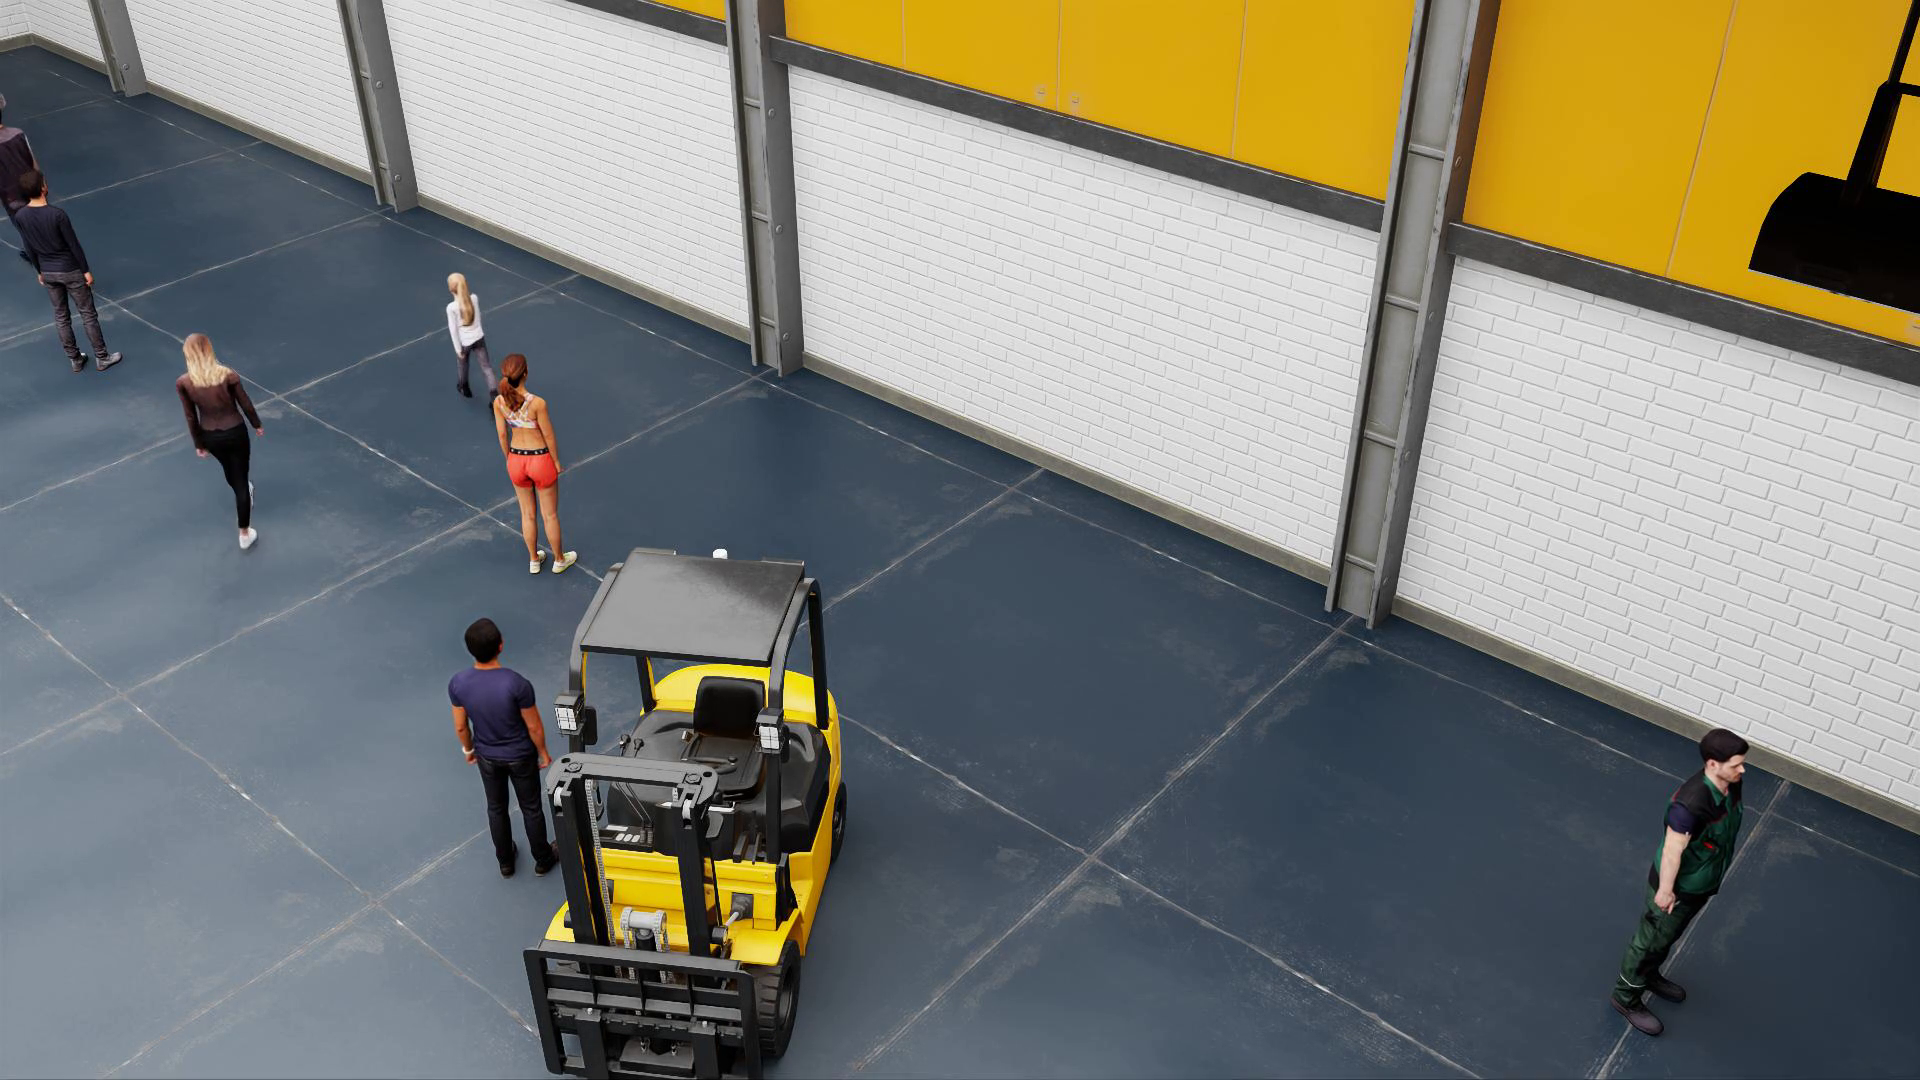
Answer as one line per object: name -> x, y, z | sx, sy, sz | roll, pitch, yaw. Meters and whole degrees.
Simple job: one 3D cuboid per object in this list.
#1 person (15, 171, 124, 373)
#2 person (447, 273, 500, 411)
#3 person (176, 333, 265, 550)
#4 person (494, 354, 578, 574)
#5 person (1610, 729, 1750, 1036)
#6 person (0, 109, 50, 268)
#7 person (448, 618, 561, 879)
person -> -8.019, -2.389, 14.851 | 0.696, 1.871, 0.769 | -1, 34, -1
person -> -4.184, -1.688, 14.355 | 0.601, 1.254, 0.946 | -24, 41, -32
person -> -5.532, -0.711, 12.524 | 1.048, 1.654, 1.165 | -6, 34, -9
person -> -3.130, -0.543, 12.146 | 0.652, 1.791, 0.733 | 4, 34, 7
person -> 3.752, 1.730, 8.628 | 0.560, 1.900, 0.684 | 27, 42, 34
person -> -9.262, -3.415, 16.435 | 1.055, 1.827, 0.808 | 18, 37, 24
person -> -2.607, 1.210, 9.508 | 0.686, 1.792, 0.771 | 0, 34, 0
